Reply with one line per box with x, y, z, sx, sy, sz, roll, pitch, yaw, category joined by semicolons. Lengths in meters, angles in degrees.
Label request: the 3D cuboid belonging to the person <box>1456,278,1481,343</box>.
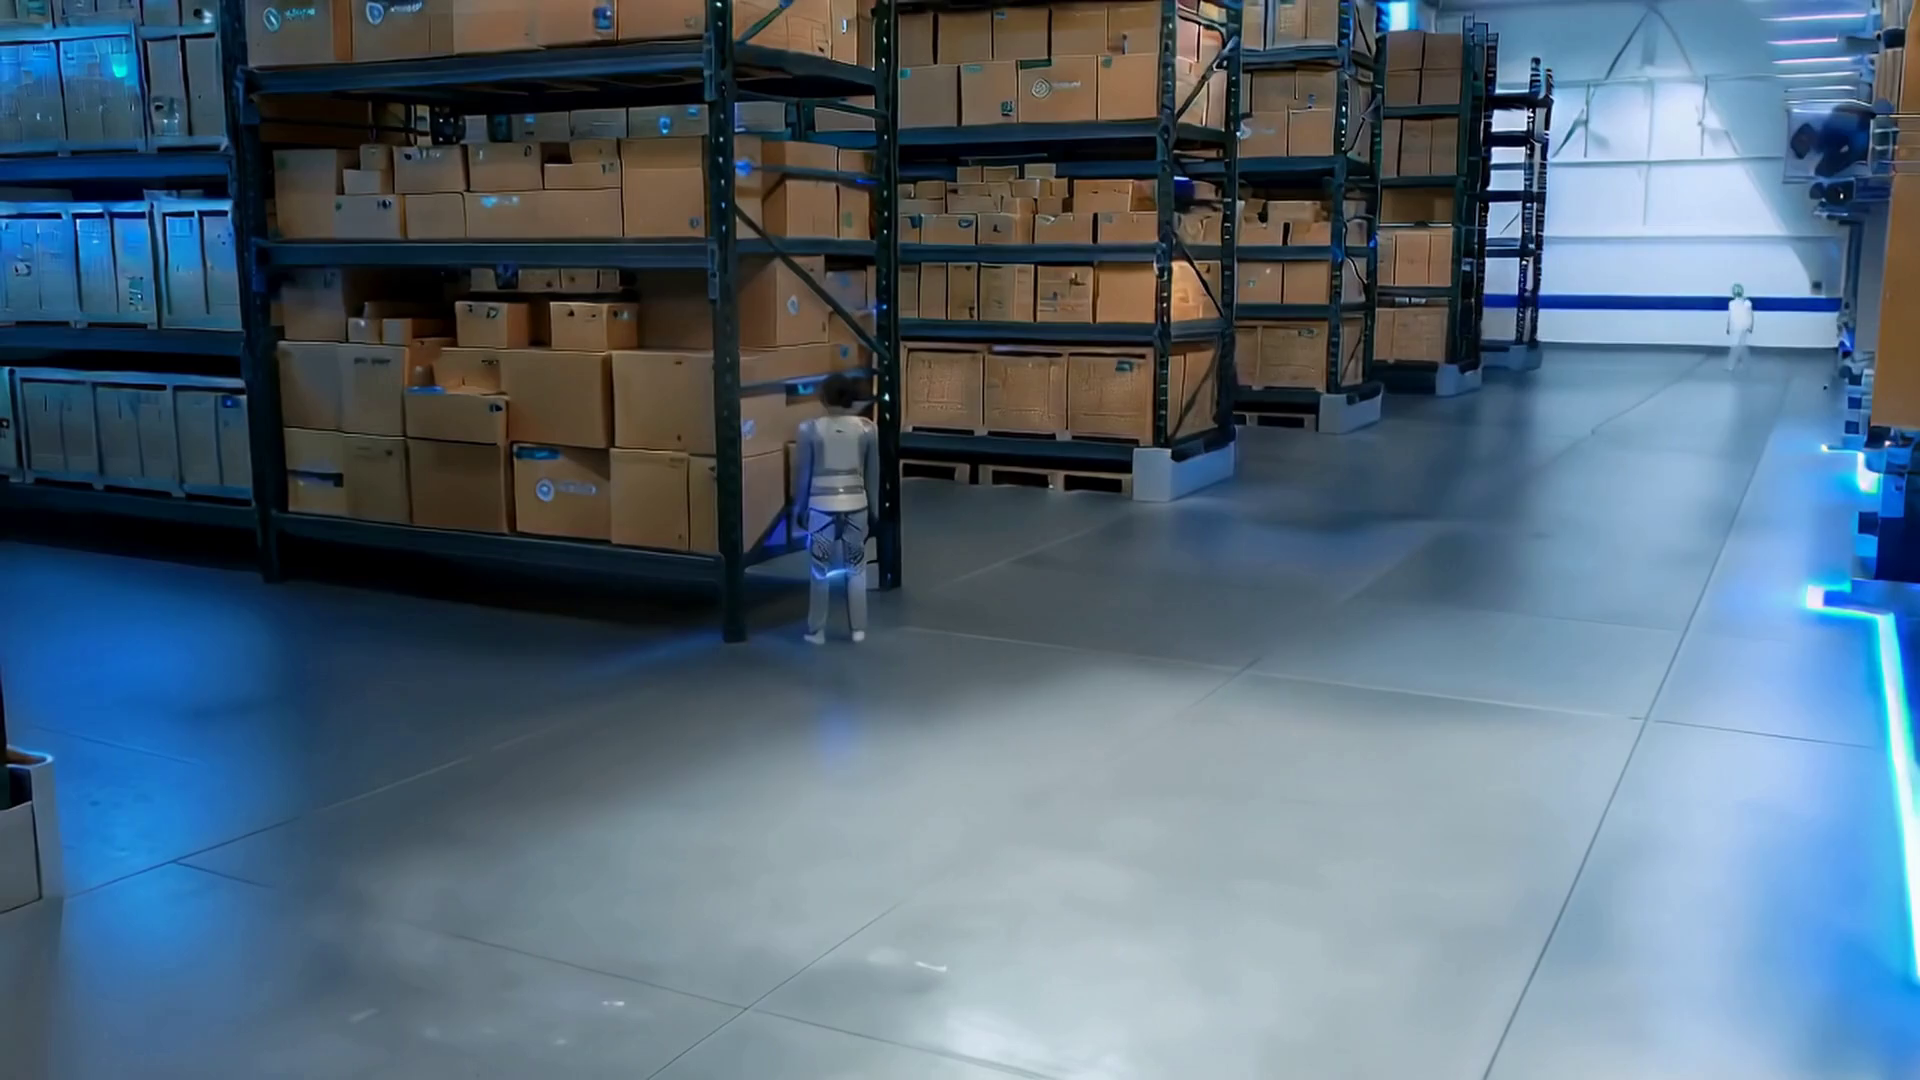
9.149;-3.808;30.077;0.571;1.913;0.533;-7;12;-34;person

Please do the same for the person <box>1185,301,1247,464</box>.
2.838;-1.768;18.587;0.837;1.820;0.639;7;12;34;person

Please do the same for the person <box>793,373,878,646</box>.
-0.733;-0.178;9.893;0.518;1.631;0.318;-4;10;-20;person

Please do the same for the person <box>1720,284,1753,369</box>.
15.733;-4.289;33.467;0.564;1.715;0.811;-5;11;-27;person
